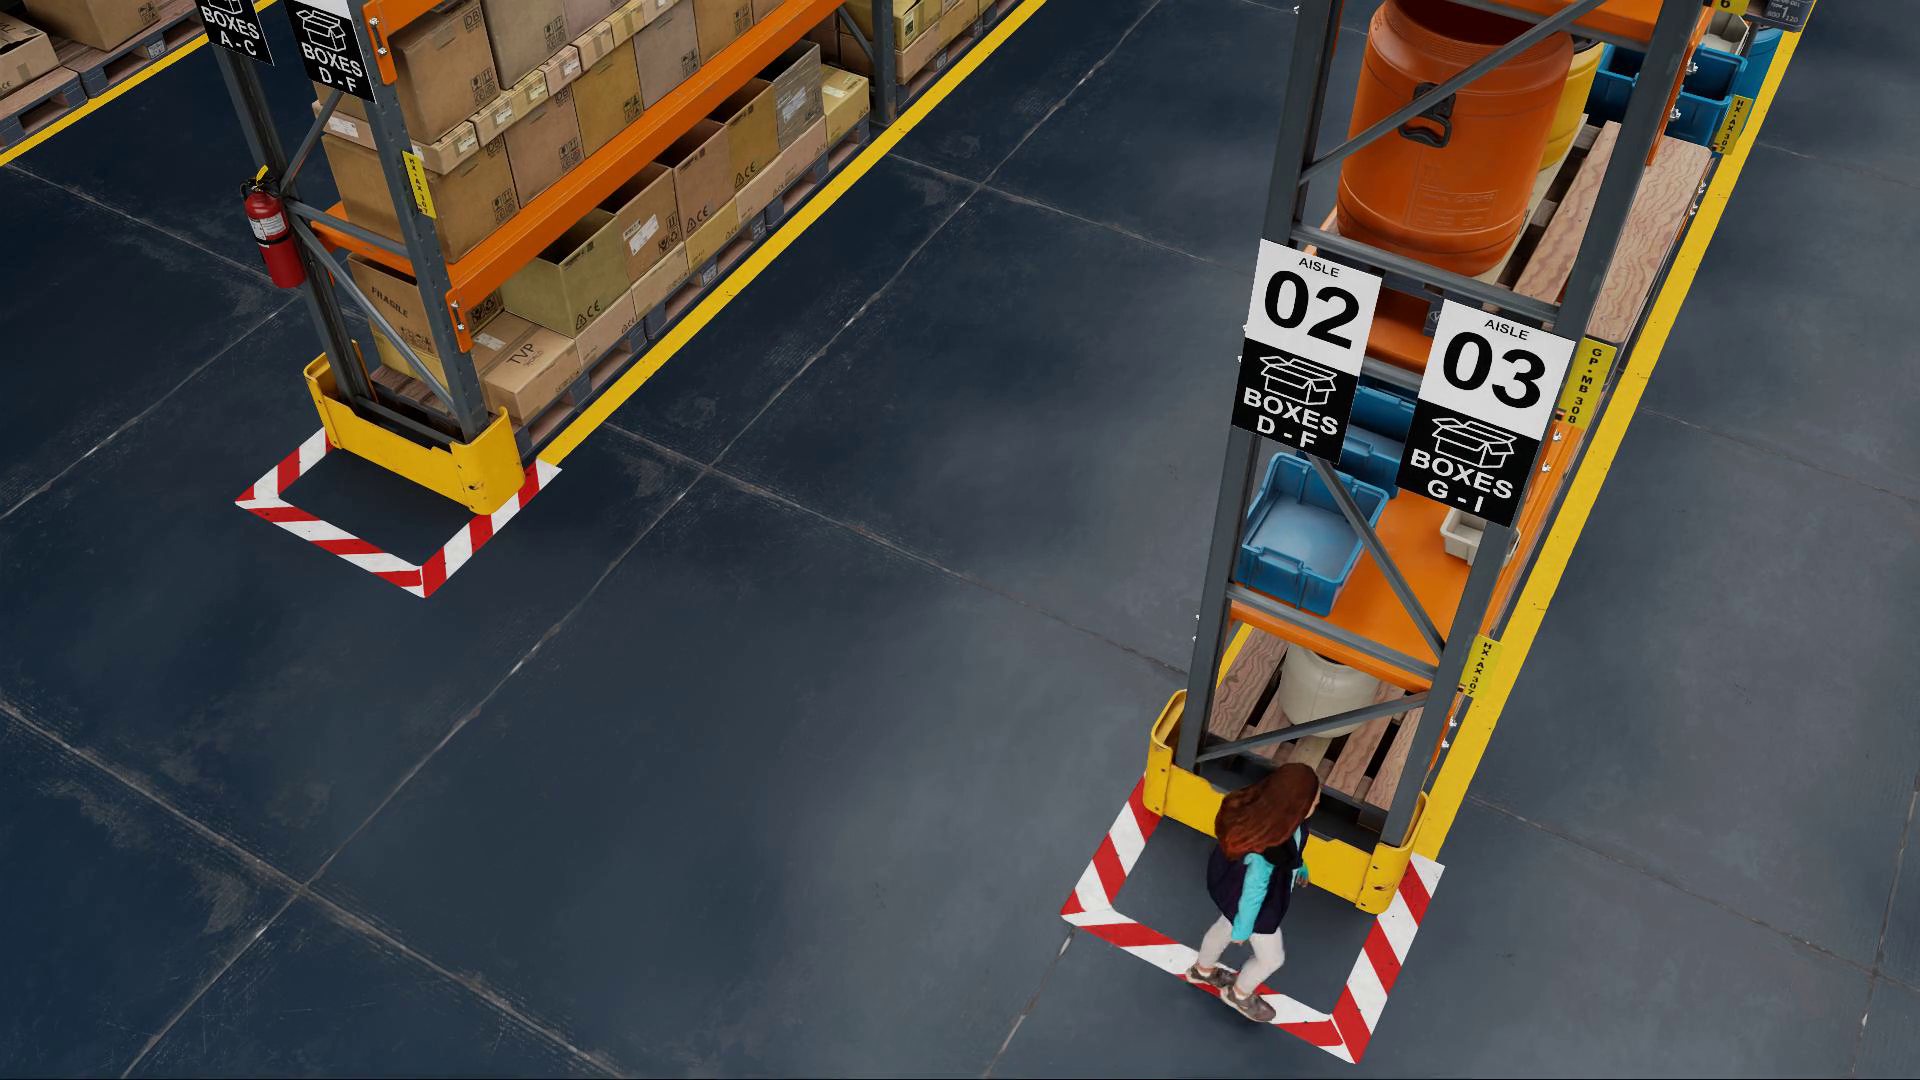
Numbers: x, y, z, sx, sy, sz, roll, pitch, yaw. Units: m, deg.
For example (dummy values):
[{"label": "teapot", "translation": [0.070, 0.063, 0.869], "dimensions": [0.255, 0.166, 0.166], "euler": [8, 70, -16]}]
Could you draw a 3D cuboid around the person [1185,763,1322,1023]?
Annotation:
[{"label": "person", "translation": [1.064, 1.322, 6.405], "dimensions": [0.696, 1.479, 0.624], "euler": [13, 49, 12]}]
